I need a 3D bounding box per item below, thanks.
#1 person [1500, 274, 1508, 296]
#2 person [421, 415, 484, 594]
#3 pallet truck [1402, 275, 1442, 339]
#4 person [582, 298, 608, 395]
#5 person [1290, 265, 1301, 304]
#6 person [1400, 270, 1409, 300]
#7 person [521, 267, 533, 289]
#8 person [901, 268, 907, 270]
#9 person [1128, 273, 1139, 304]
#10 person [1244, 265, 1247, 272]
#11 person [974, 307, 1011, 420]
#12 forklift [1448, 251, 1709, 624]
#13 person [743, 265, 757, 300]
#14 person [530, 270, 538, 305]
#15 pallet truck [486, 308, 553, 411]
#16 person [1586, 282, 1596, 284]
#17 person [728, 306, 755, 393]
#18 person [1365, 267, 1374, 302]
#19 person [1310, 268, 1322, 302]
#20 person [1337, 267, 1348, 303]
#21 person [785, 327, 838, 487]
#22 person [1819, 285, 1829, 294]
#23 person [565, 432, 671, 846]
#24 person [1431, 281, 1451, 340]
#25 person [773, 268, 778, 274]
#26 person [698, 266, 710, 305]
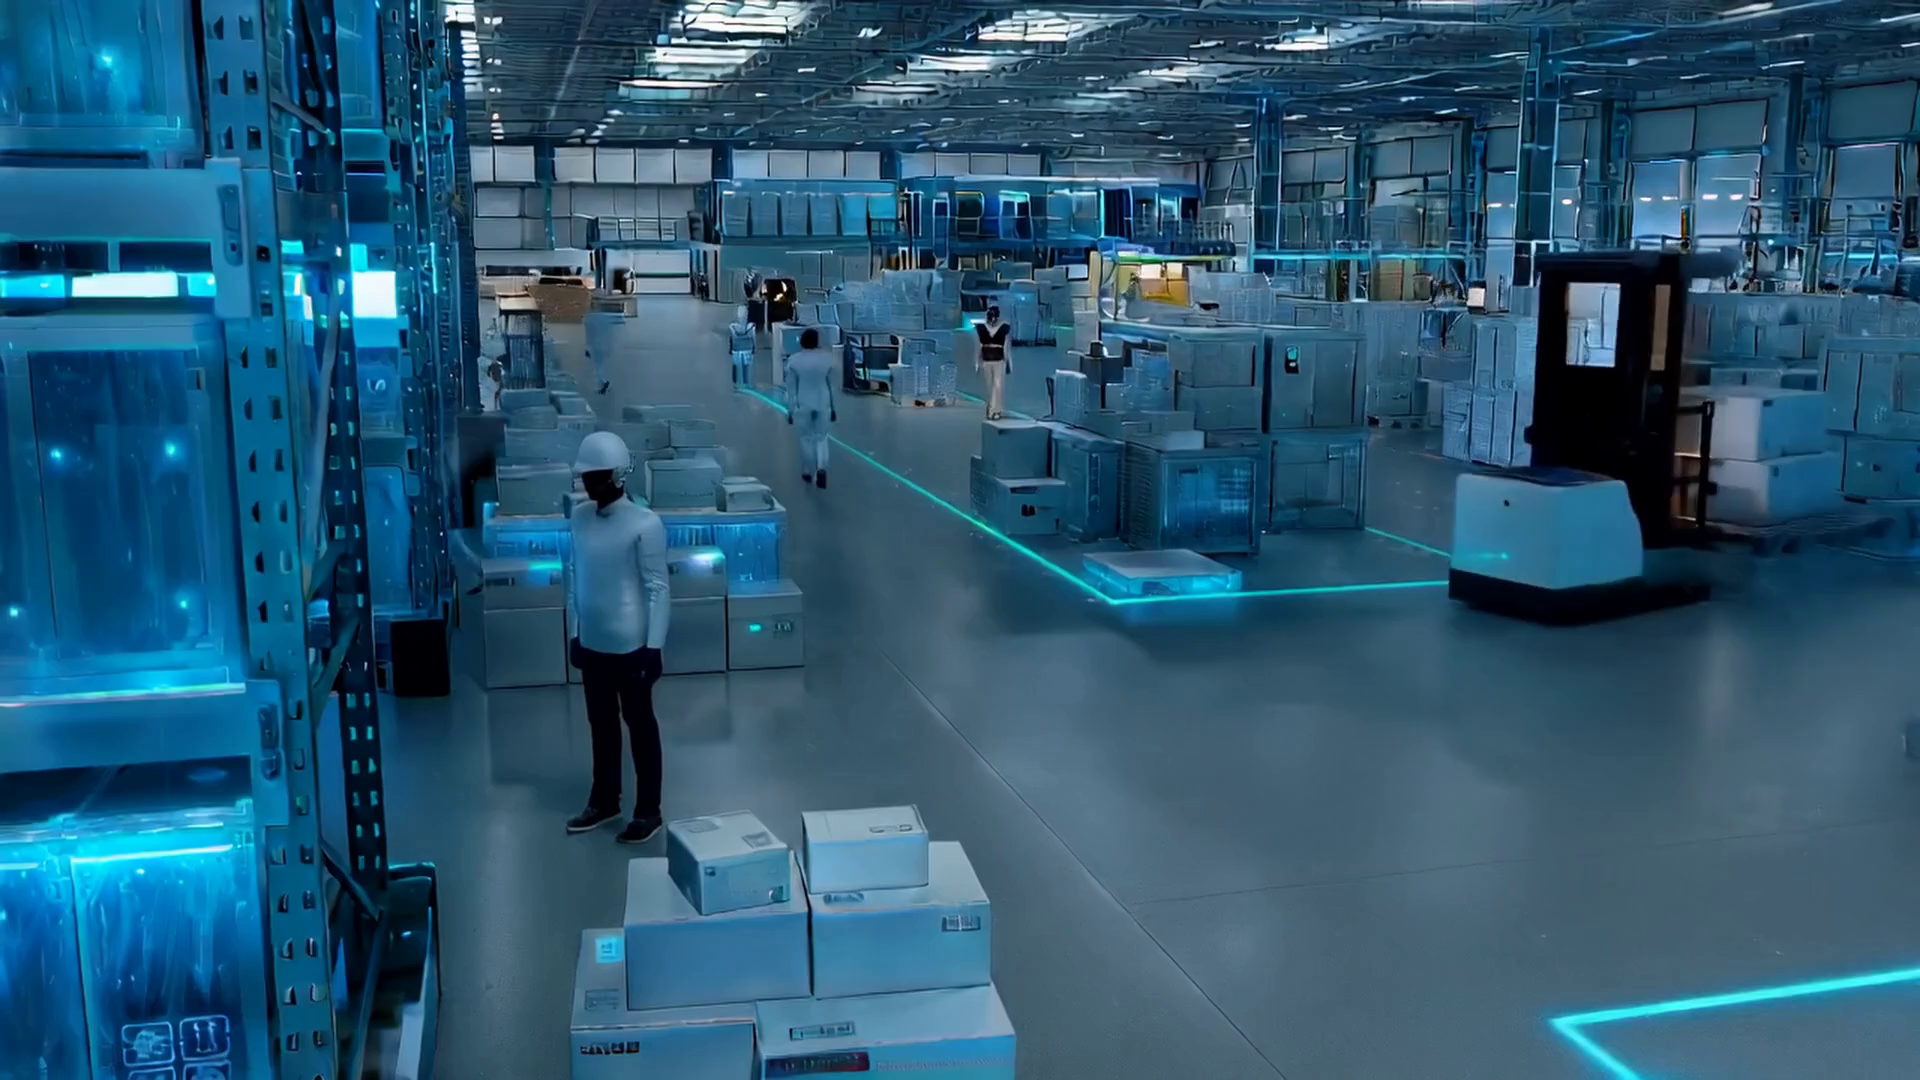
[{"bbox_3d":[23.376,-10.583,71.475,0.322,1.689,0.530,-1,10,-6],"label":"person"},{"bbox_3d":[-4.269,-0.311,13.557,0.842,1.599,0.513,-1,10,-8],"label":"person"},{"bbox_3d":[14.620,-7.324,52.145,0.823,1.965,1.885,8,13,40],"label":"pallet truck"},{"bbox_3d":[-7.035,-3.721,32.081,0.438,1.884,0.710,5,11,26],"label":"person"},{"bbox_3d":[16.738,-12.715,82.814,0.615,1.945,0.404,2,10,11],"label":"person"},{"bbox_3d":[20.702,-11.683,77.522,0.534,1.751,0.383,-9,14,-42],"label":"person"},{"bbox_3d":[-21.427,-12.581,82.369,0.591,1.847,0.969,-1,10,-7],"label":"person"},{"bbox_3d":[-2.188,-9.565,64.718,0.609,2.040,0.394,9,14,42],"label":"person"},{"bbox_3d":[6.690,-9.316,63.859,0.523,1.852,0.782,-6,12,-30],"label":"person"},{"bbox_3d":[13.488,-12.031,78.804,0.390,1.992,0.624,0,10,1],"label":"person"},{"bbox_3d":[0.530,-2.888,27.378,0.599,1.874,0.979,1,10,8],"label":"person"},{"bbox_3d":[4.930,-0.873,13.119,1.873,2.768,1.129,-6,12,-31],"label":"forklift"},{"bbox_3d":[-9.586,-11.602,76.244,0.676,2.000,0.536,10,14,44],"label":"person"},{"bbox_3d":[-19.808,-11.680,77.465,0.312,1.768,0.529,-9,13,-41],"label":"person"},{"bbox_3d":[-6.242,-2.418,24.362,0.823,1.965,1.885,1,10,3],"label":"pallet truck"},{"bbox_3d":[18.742,-6.841,49.572,0.645,1.934,1.024,-3,11,-19],"label":"person"},{"bbox_3d":[-4.292,-3.747,32.736,0.534,1.700,0.318,-3,10,-16],"label":"person"},{"bbox_3d":[18.964,-11.676,77.005,0.439,1.918,0.573,-2,10,-9],"label":"person"},{"bbox_3d":[16.991,-12.043,79.301,0.625,1.846,0.429,-4,11,-23],"label":"person"},{"bbox_3d":[17.848,-11.816,77.780,0.585,1.927,0.366,1,10,4],"label":"person"},{"bbox_3d":[-1.771,-1.595,19.975,0.643,1.916,0.903,-2,10,-9],"label":"person"},{"bbox_3d":[22.392,-5.683,43.198,0.423,1.873,0.599,9,14,43],"label":"person"},{"bbox_3d":[-1.670,0.471,8.012,0.622,1.993,0.383,6,12,33],"label":"person"},{"bbox_3d":[14.721,-7.014,50.869,0.583,1.827,0.647,-9,14,-42],"label":"person"},{"bbox_3d":[-7.922,-10.732,71.616,0.551,1.935,0.362,-4,11,-22],"label":"person"},{"bbox_3d":[-12.654,-12.540,82.005,0.607,1.896,0.860,-5,11,-25],"label":"person"}]
